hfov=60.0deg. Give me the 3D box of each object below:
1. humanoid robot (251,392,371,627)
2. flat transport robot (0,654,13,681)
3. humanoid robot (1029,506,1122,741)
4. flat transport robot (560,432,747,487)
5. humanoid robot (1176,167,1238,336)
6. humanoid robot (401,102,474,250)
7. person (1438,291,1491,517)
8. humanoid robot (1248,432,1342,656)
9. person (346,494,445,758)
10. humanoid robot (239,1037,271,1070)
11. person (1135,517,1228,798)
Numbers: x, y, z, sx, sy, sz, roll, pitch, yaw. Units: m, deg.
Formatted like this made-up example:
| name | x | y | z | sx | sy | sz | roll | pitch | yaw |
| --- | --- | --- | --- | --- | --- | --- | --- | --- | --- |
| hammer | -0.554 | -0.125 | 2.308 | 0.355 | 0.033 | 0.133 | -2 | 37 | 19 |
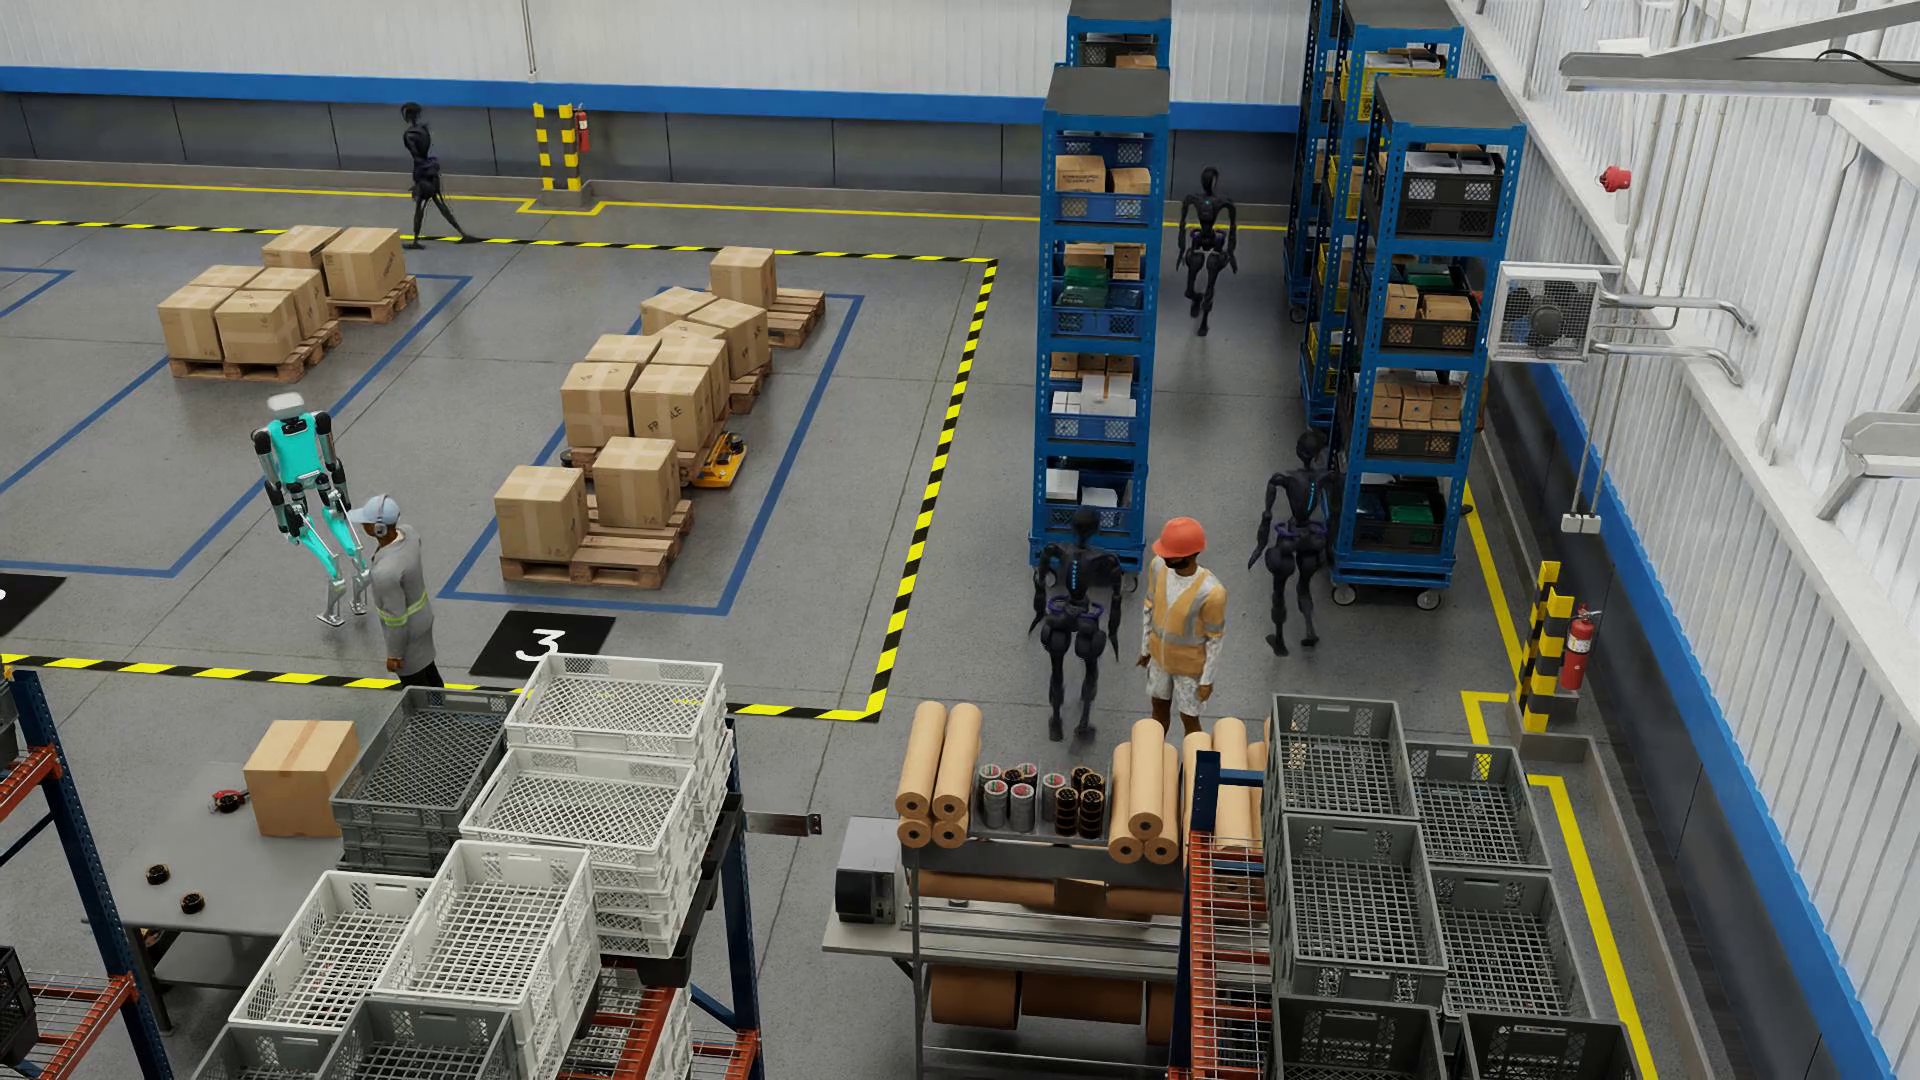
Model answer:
| name | x | y | z | sx | sy | sz | roll | pitch | yaw |
| --- | --- | --- | --- | --- | --- | --- | --- | --- | --- |
| humanoid robot | -4.332 | -0.150 | 11.337 | 0.533 | 1.677 | 0.735 | -25 | 38 | -36 |
| flat transport robot | -7.142 | 0.969 | 11.010 | 1.431 | 0.231 | 0.659 | 3 | 30 | 6 |
| humanoid robot | 0.707 | 0.521 | 10.378 | 0.599 | 1.649 | 0.332 | 10 | 32 | 16 |
| flat transport robot | -2.554 | -0.707 | 13.861 | 1.431 | 0.197 | 0.652 | 3 | 30 | 6 |
| humanoid robot | 2.424 | -2.827 | 16.137 | 0.603 | 1.646 | 0.468 | 9 | 31 | 15 |
| humanoid robot | -5.817 | -3.967 | 18.133 | 0.780 | 1.629 | 0.597 | -2 | 30 | -4 |
| person | 3.837 | -1.053 | 12.913 | 0.388 | 1.845 | 0.565 | -19 | 35 | -29 |
| humanoid robot | 2.266 | 0.066 | 11.168 | 0.613 | 1.645 | 0.407 | -6 | 31 | -10 |
| person | -3.408 | 0.539 | 10.174 | 0.368 | 1.852 | 0.589 | -2 | 30 | -4 |
| humanoid robot | -2.685 | 2.591 | 6.826 | 0.608 | 1.633 | 0.592 | 7 | 31 | 13 |
| person | 1.275 | 0.705 | 9.810 | 0.372 | 1.933 | 0.544 | -25 | 39 | -36 |
